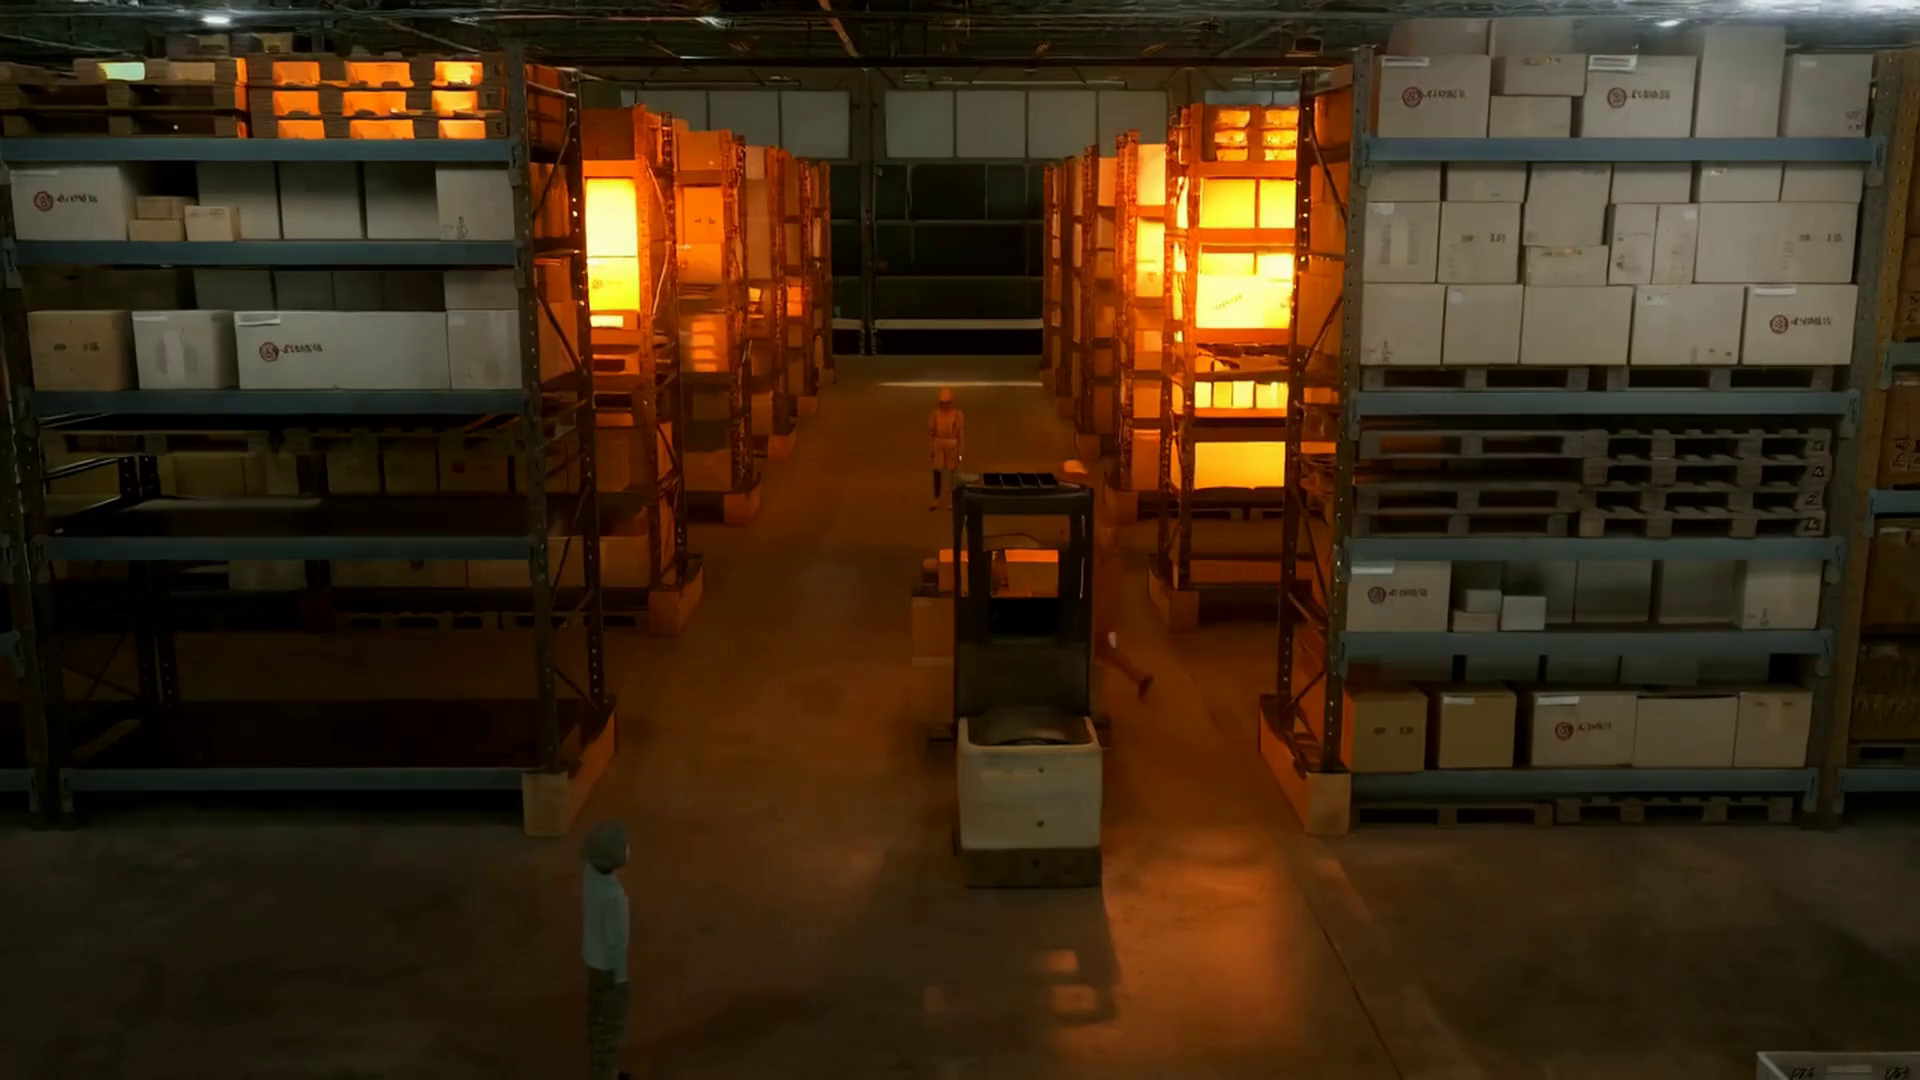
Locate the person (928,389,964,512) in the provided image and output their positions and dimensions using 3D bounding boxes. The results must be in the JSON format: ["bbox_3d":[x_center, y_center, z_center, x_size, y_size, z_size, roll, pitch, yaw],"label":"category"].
[{"bbox_3d":[-0.251,-1.448,27.056,0.631,2.000,0.971,3,12,16],"label":"person"}]

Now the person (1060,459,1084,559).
[{"bbox_3d":[1.480,-0.216,21.741,0.370,1.680,0.553,-7,13,-31],"label":"person"}]

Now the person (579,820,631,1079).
[{"bbox_3d":[-1.945,2.336,9.225,0.286,1.633,0.501,-5,13,-25],"label":"person"}]

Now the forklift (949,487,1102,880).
[{"bbox_3d":[0.495,0.986,12.813,1.129,2.768,1.873,0,11,-2],"label":"forklift"}]

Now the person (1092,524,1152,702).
[{"bbox_3d":[1.486,0.759,16.427,0.782,1.880,0.648,1,11,4],"label":"person"}]
